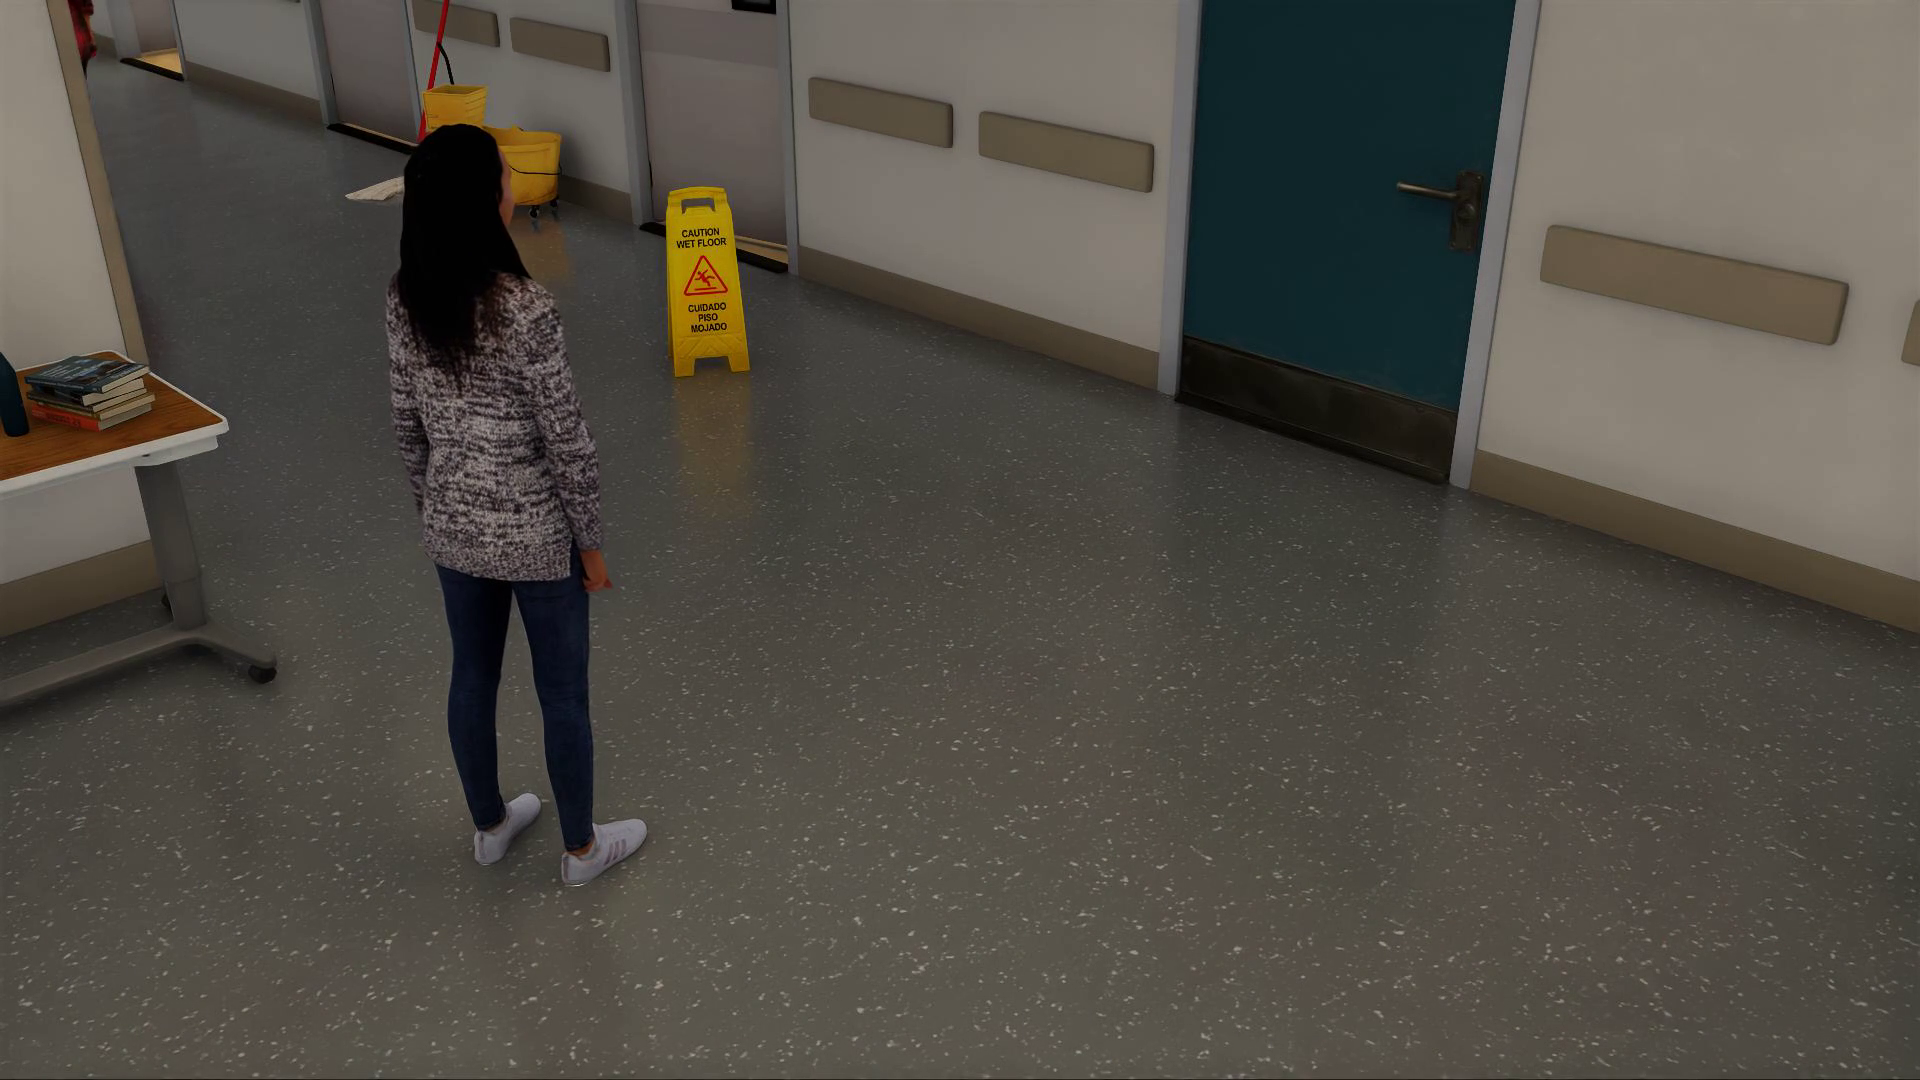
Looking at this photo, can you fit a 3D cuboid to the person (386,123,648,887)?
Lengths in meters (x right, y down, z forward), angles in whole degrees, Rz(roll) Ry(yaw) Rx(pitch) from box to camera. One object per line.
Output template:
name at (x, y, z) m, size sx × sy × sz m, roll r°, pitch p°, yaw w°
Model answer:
person at (-0.999, -0.033, 3.630) m, size 0.597 × 1.733 × 0.741 m, roll 10°, pitch 27°, yaw 19°
